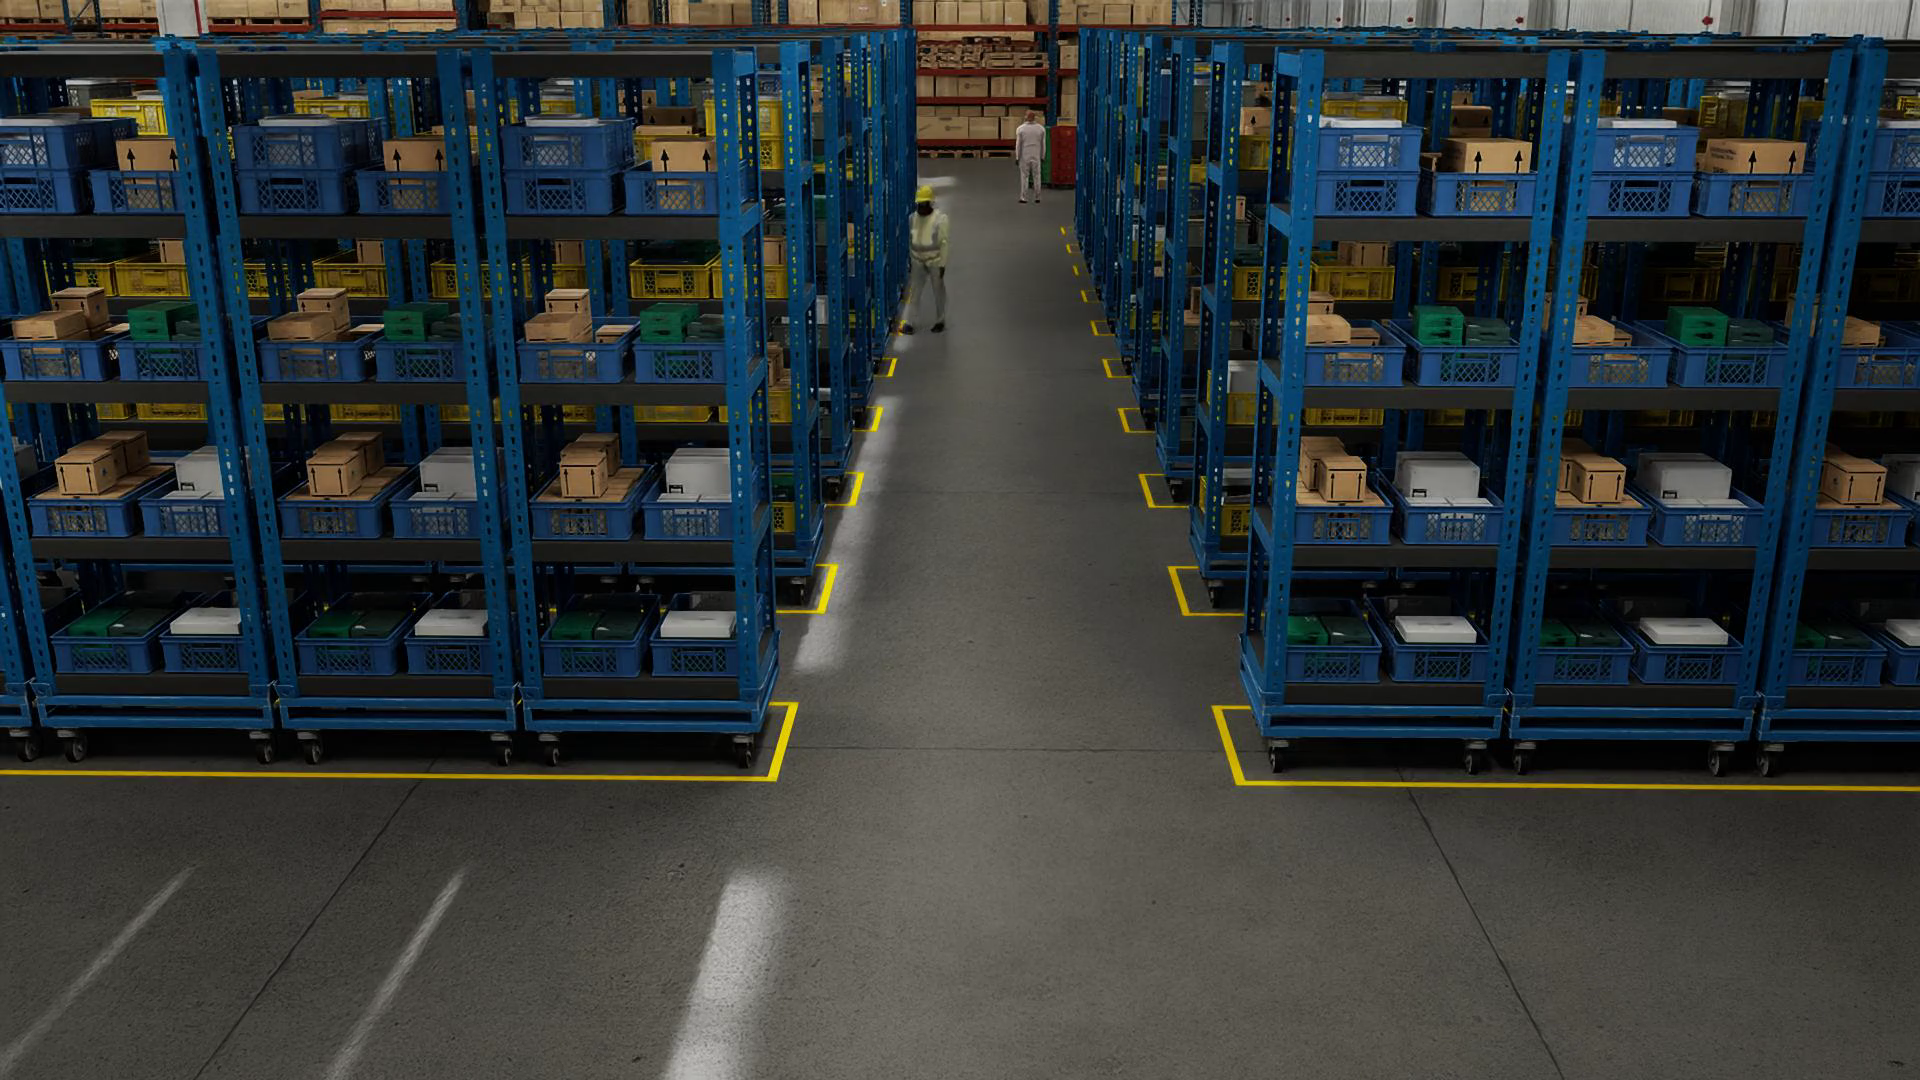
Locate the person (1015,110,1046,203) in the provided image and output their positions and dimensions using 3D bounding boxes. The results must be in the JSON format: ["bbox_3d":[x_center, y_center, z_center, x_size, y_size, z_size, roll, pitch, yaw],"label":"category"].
[{"bbox_3d":[1.458,-8.004,34.748,0.651,1.906,0.404,-4,18,-14],"label":"person"}]

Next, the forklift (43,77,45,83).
[{"bbox_3d":[-24.479,-11.777,45.172,1.129,2.768,1.873,0,17,1],"label":"forklift"}]

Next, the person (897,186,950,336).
[{"bbox_3d":[-0.430,-3.363,20.129,0.610,1.786,0.910,9,19,25],"label":"person"}]
